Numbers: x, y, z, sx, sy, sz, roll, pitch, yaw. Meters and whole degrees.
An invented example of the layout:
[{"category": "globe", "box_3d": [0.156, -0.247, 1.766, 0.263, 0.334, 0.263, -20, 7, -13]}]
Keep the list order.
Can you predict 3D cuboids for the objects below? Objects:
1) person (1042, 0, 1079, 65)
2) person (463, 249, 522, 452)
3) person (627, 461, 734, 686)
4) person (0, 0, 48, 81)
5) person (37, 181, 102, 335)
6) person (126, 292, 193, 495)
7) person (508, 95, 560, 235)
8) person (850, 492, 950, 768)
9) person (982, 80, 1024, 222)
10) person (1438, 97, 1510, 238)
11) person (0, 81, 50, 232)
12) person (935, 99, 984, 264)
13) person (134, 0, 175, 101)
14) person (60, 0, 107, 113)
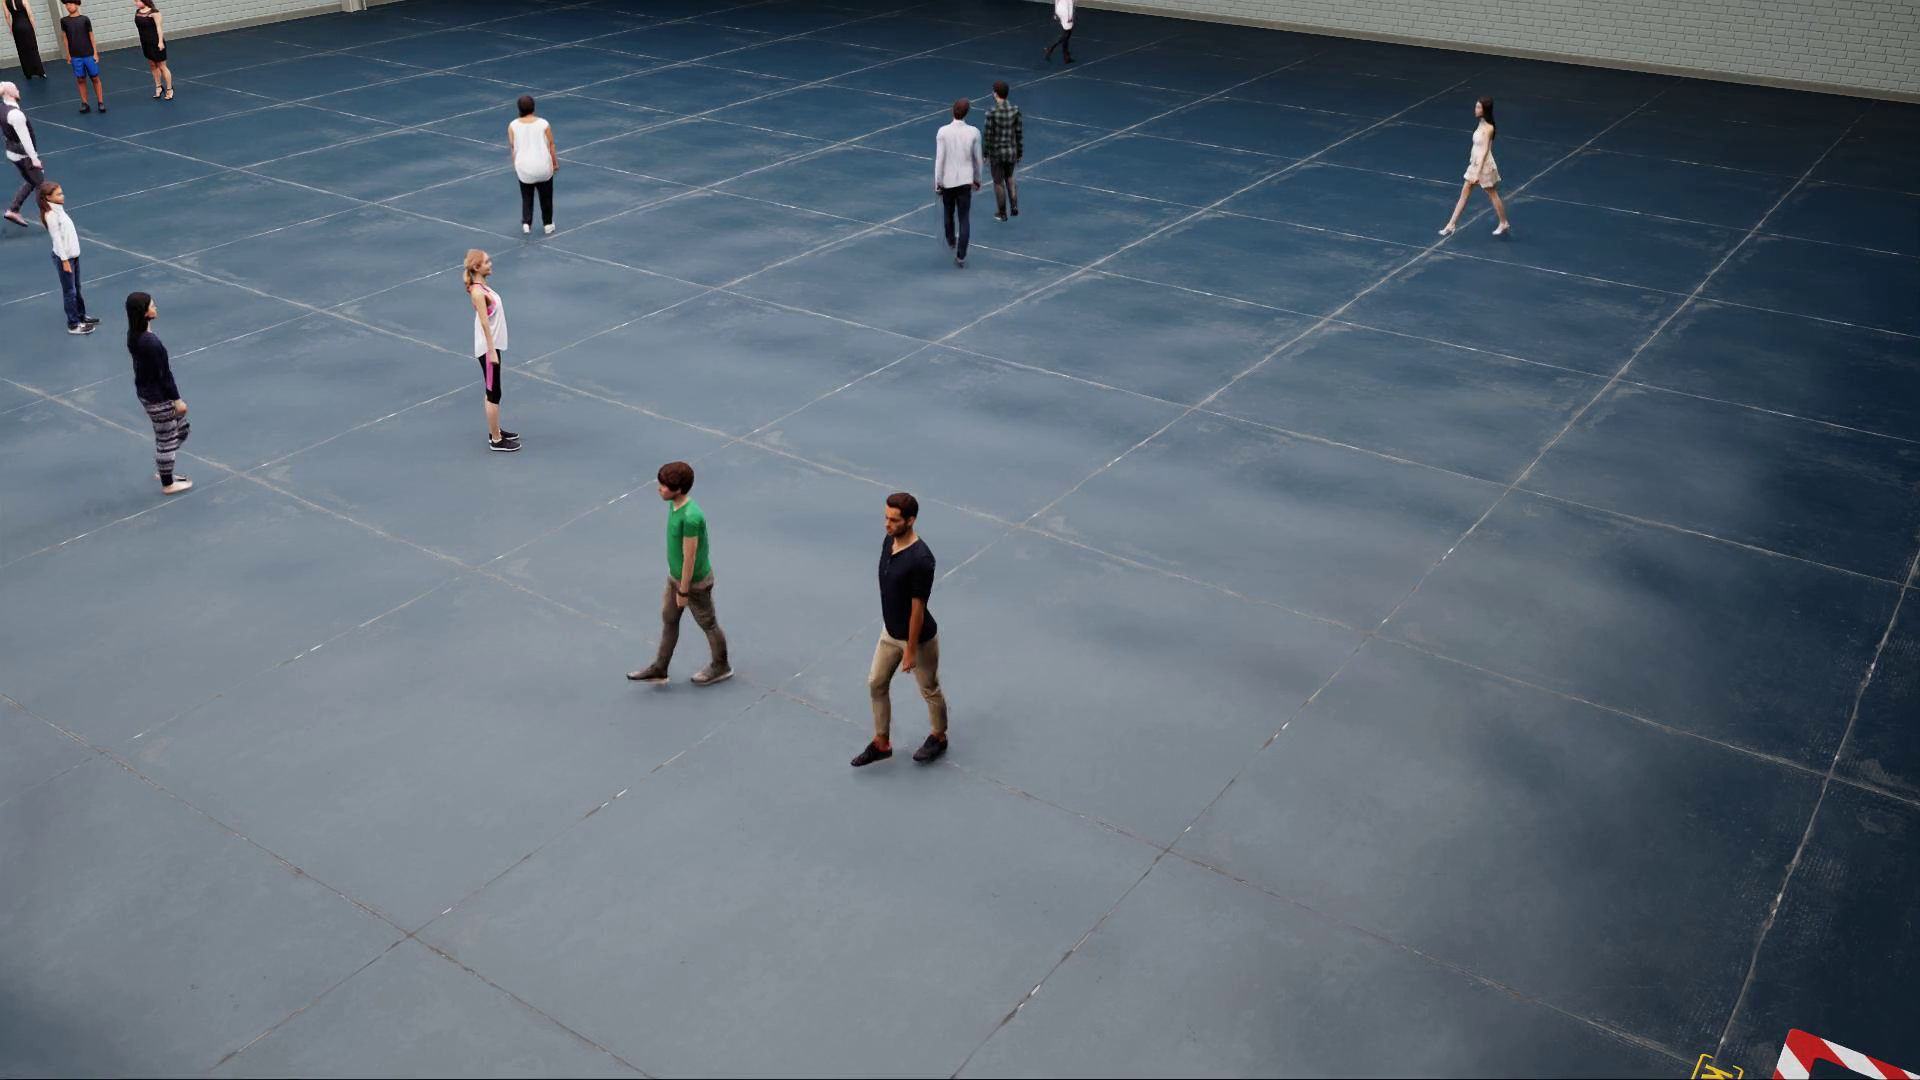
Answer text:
[{"category": "person", "box_3d": [1.754, -9.166, 28.986, 1.095, 1.785, 0.869, -17, 32, -29]}, {"category": "person", "box_3d": [-4.078, -1.646, 14.380, 0.720, 1.786, 0.679, -7, 28, -13]}, {"category": "person", "box_3d": [-1.686, 0.225, 10.912, 1.039, 1.635, 0.881, -13, 30, -23]}, {"category": "person", "box_3d": [-15.843, -8.608, 28.100, 0.646, 1.603, 0.718, -6, 28, -12]}, {"category": "person", "box_3d": [-9.202, -2.921, 17.107, 0.672, 1.557, 0.616, -5, 28, -10]}, {"category": "person", "box_3d": [-6.602, -1.161, 13.505, 0.667, 1.726, 0.668, -21, 34, -34]}, {"category": "person", "box_3d": [-5.136, -4.515, 20.066, 0.795, 1.682, 0.834, 0, 27, 0]}, {"category": "person", "box_3d": [-0.230, 0.538, 10.091, 0.941, 1.830, 0.785, -23, 35, -37]}, {"category": "person", "box_3d": [0.549, -4.722, 20.295, 0.759, 1.698, 0.835, -12, 30, -23]}, {"category": "person", "box_3d": [6.318, -4.382, 19.815, 1.052, 1.676, 1.092, 0, 27, 0]}, {"category": "person", "box_3d": [-11.361, -4.606, 20.102, 0.780, 1.811, 0.984, 24, 36, 38]}, {"category": "person", "box_3d": [-0.036, -4.075, 19.082, 1.092, 1.800, 1.250, -2, 27, -3]}, {"category": "person", "box_3d": [-12.950, -7.954, 26.715, 0.677, 1.710, 0.631, 14, 30, 25]}, {"category": "person", "box_3d": [-13.685, -7.597, 25.923, 0.702, 1.800, 0.774, -7, 28, -14]}]
